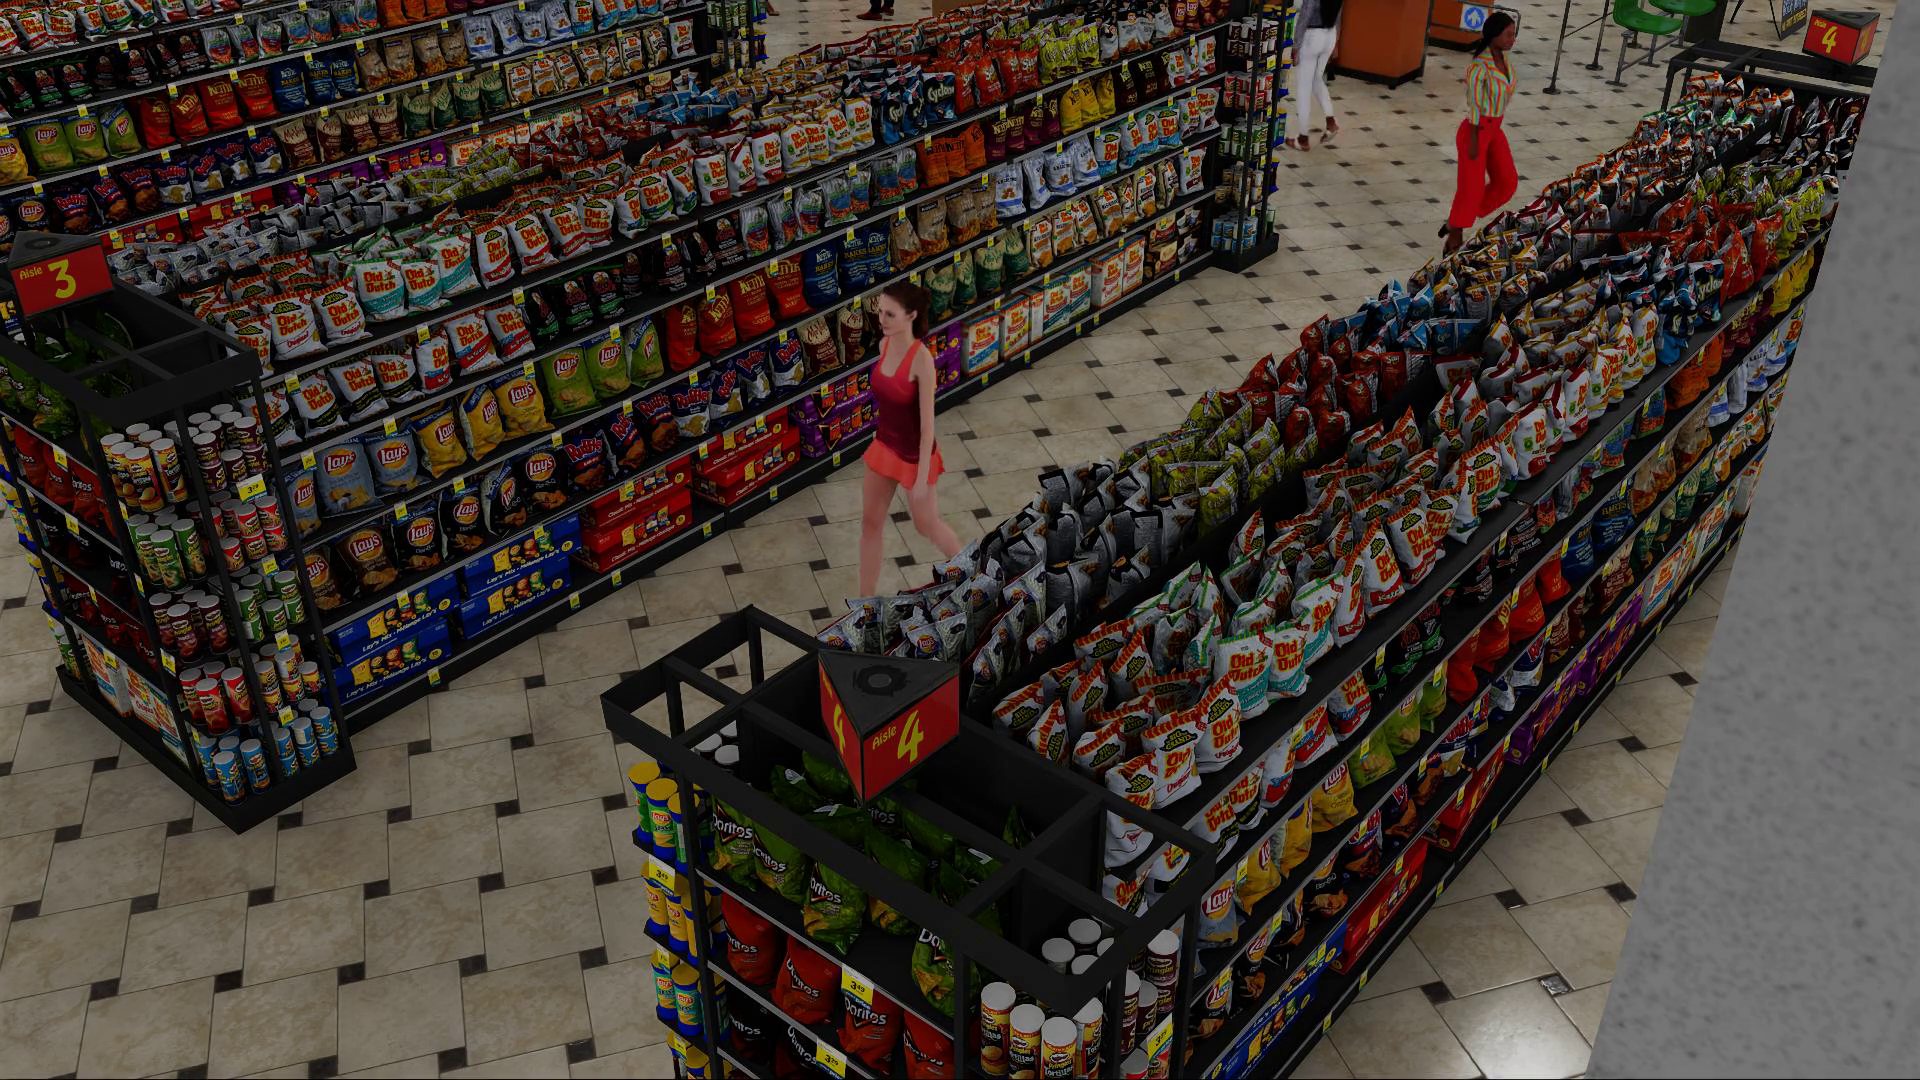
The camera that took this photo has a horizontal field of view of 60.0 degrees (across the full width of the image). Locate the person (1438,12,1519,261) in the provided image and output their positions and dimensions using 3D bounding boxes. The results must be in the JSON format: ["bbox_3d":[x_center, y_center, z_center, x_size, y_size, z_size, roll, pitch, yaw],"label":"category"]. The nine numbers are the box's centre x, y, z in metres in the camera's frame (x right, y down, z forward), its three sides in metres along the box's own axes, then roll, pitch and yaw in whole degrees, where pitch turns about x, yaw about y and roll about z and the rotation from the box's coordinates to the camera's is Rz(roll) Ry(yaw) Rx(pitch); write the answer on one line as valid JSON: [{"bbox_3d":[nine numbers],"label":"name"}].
[{"bbox_3d":[3.509,-2.749,11.473,0.655,1.782,0.646,27,41,36],"label":"person"}]

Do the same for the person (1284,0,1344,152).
[{"bbox_3d":[2.957,-3.987,13.526,0.758,1.716,0.784,-20,37,-29],"label":"person"}]

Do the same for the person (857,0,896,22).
[{"bbox_3d":[-0.845,-6.338,17.203,0.767,1.824,0.546,21,38,30],"label":"person"}]

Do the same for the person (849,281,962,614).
[{"bbox_3d":[-0.183,-0.398,7.743,1.028,1.730,0.666,-25,39,-34],"label":"person"}]
